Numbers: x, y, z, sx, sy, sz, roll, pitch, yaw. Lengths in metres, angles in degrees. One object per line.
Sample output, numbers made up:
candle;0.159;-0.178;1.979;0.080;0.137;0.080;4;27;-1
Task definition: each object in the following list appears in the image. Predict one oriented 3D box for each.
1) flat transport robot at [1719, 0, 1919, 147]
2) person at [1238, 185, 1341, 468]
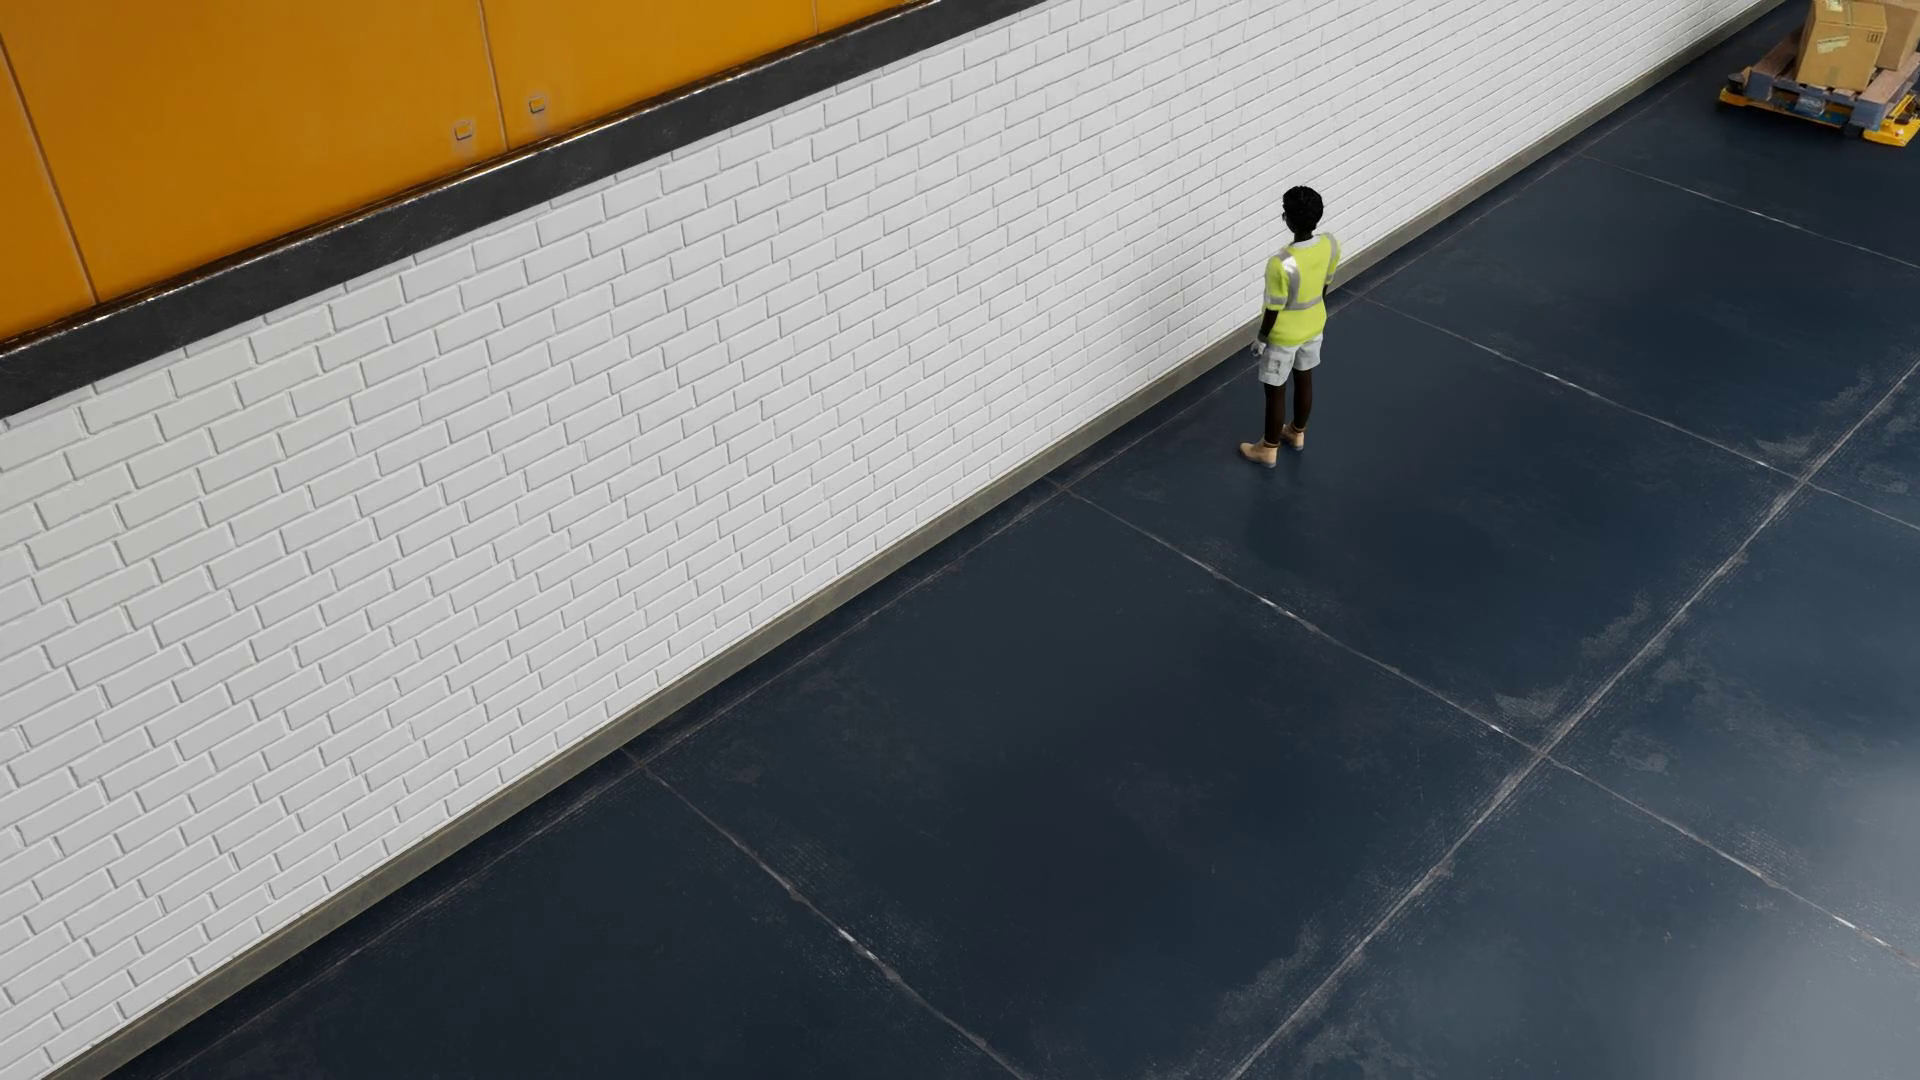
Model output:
flat transport robot;6.930;-3.522;13.323;1.431;0.231;0.659;27;46;29
person;1.834;-1.174;9.247;0.531;1.692;0.320;-27;46;-29
